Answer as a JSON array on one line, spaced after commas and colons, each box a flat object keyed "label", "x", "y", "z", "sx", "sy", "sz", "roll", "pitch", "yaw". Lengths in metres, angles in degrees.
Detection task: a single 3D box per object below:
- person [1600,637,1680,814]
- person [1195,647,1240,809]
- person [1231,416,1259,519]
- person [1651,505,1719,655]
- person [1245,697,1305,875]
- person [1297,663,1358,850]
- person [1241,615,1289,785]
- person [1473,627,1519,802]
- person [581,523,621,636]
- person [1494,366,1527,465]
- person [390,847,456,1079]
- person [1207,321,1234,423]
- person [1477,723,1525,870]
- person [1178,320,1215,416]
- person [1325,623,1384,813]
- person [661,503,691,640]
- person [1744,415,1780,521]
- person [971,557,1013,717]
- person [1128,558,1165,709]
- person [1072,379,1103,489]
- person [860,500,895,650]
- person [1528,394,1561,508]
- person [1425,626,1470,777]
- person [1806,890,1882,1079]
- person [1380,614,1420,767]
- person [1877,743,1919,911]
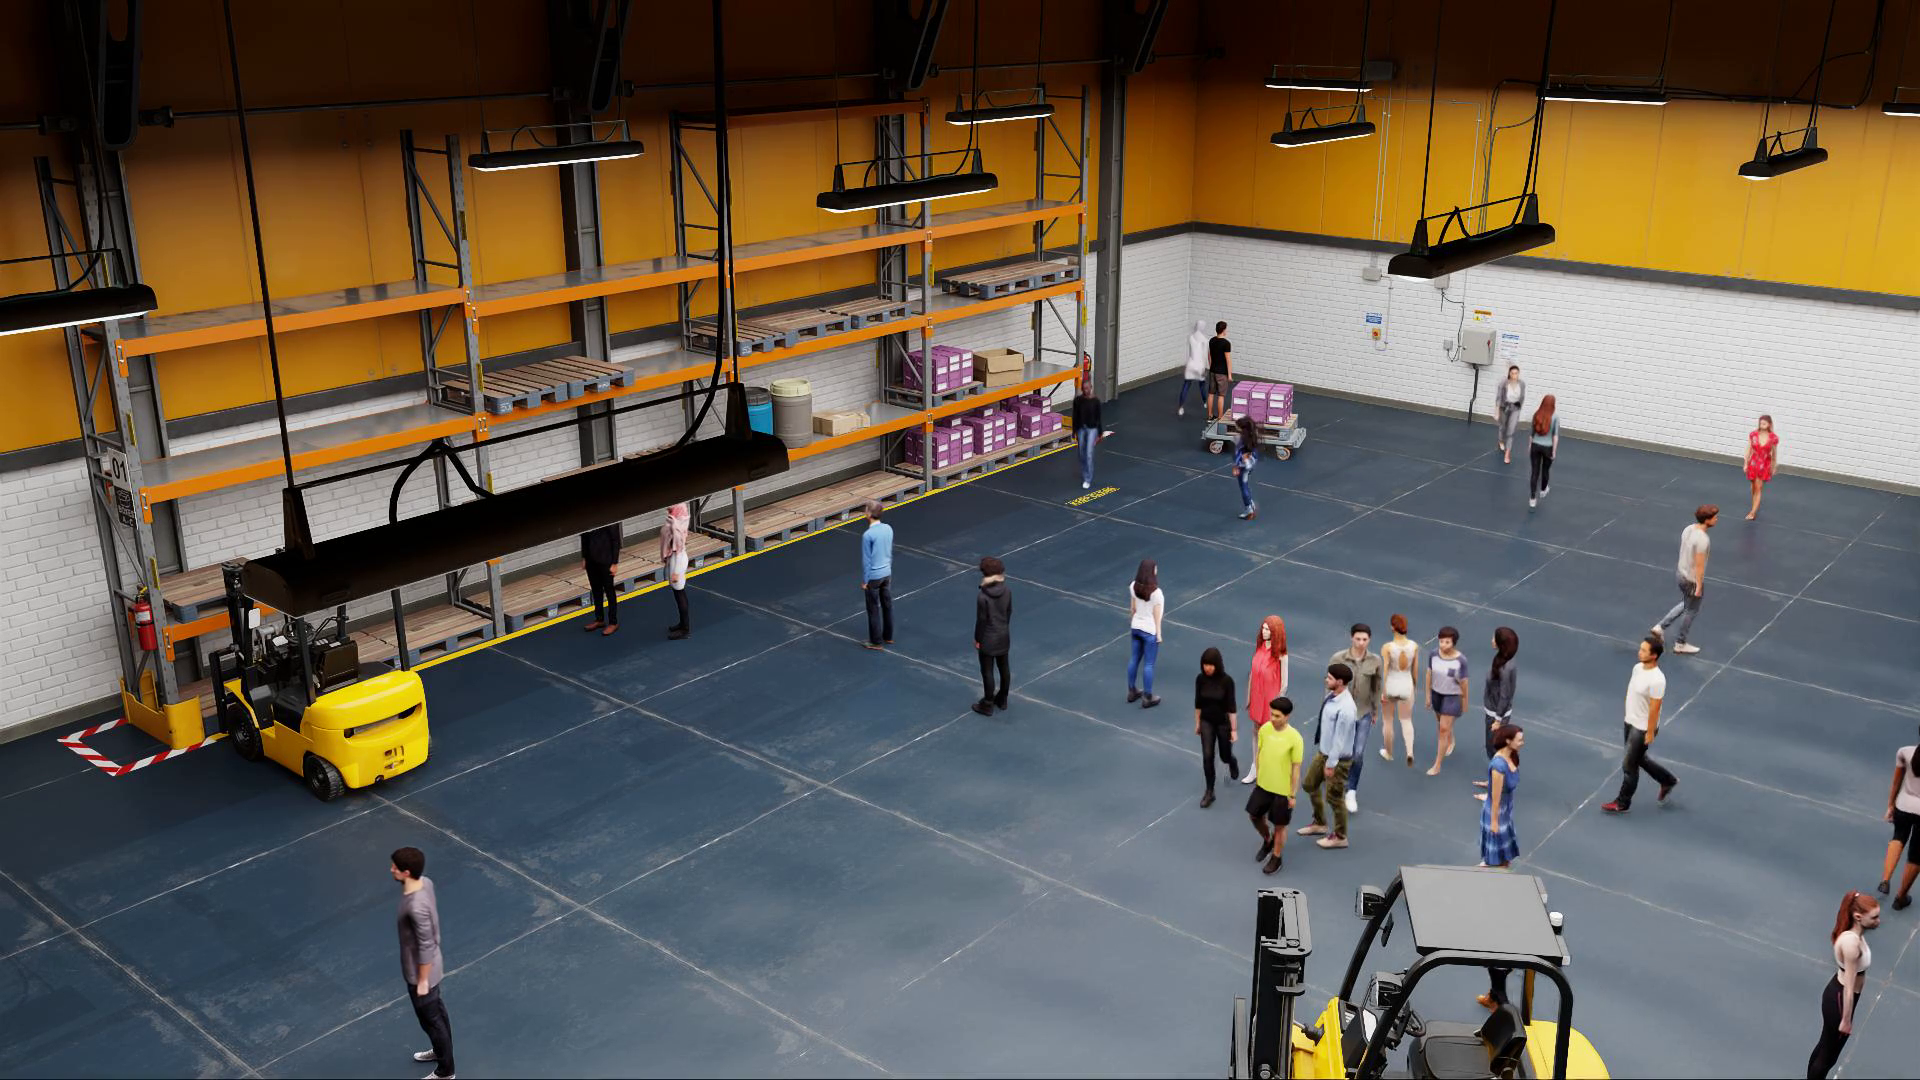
[{"label": "person", "x": 6.575, "y": 1.770, "z": 15.834, "sx": 1.101, "sy": 1.783, "sz": 1.054, "roll": -1, "pitch": 19, "yaw": -2}, {"label": "person", "x": 2.517, "y": 1.764, "z": 16.112, "sx": 0.732, "sy": 1.618, "sz": 0.967, "roll": 8, "pitch": 20, "yaw": 22}, {"label": "person", "x": 4.231, "y": -1.072, "z": 24.573, "sx": 0.527, "sy": 1.593, "sz": 0.739, "roll": -17, "pitch": 25, "yaw": -40}, {"label": "person", "x": 8.513, "y": 0.465, "z": 19.570, "sx": 0.979, "sy": 1.872, "sz": 0.925, "roll": -1, "pitch": 19, "yaw": -2}, {"label": "person", "x": 2.869, "y": 2.149, "z": 14.844, "sx": 0.645, "sy": 1.698, "sz": 0.662, "roll": 17, "pitch": 25, "yaw": 41}, {"label": "person", "x": 3.502, "y": 1.981, "z": 15.186, "sx": 0.883, "sy": 1.797, "sz": 0.818, "roll": -1, "pitch": 19, "yaw": -3}, {"label": "person", "x": 3.015, "y": 1.590, "z": 16.301, "sx": 0.591, "sy": 1.828, "sz": 0.637, "roll": -12, "pitch": 22, "yaw": -33}, {"label": "person", "x": 5.227, "y": 1.672, "z": 16.147, "sx": 0.744, "sy": 1.769, "sz": 0.601, "roll": 5, "pitch": 19, "yaw": 14}, {"label": "person", "x": -4.376, "y": 0.262, "z": 20.304, "sx": 0.729, "sy": 1.789, "sz": 0.609, "roll": 10, "pitch": 21, "yaw": 28}, {"label": "person", "x": 9.117, "y": -2.097, "z": 27.589, "sx": 0.990, "sy": 1.611, "sz": 1.250, "roll": 3, "pitch": 19, "yaw": 9}, {"label": "person", "x": -3.855, "y": 3.042, "z": 11.953, "sx": 0.742, "sy": 1.851, "sz": 0.743, "roll": -5, "pitch": 19, "yaw": -16}, {"label": "person", "x": 4.656, "y": -3.026, "z": 29.955, "sx": 0.634, "sy": 1.862, "sz": 0.703, "roll": -15, "pitch": 24, "yaw": -38}, {"label": "person", "x": 4.450, "y": 2.374, "z": 14.025, "sx": 0.824, "sy": 1.794, "sz": 0.808, "roll": 9, "pitch": 21, "yaw": 26}, {"label": "person", "x": 4.266, "y": -3.096, "z": 30.396, "sx": 0.729, "sy": 1.713, "sz": 1.228, "roll": 12, "pitch": 22, "yaw": 32}, {"label": "person", "x": 3.778, "y": 1.646, "z": 16.116, "sx": 1.038, "sy": 1.839, "sz": 1.196, "roll": 2, "pitch": 19, "yaw": 6}, {"label": "person", "x": -3.412, "y": 0.313, "z": 20.131, "sx": 0.797, "sy": 1.804, "sz": 0.737, "roll": -2, "pitch": 19, "yaw": -5}, {"label": "person", "x": 11.927, "y": -1.104, "z": 24.726, "sx": 0.599, "sy": 1.556, "sz": 1.054, "roll": 14, "pitch": 23, "yaw": 36}, {"label": "person", "x": 0.370, "y": 1.038, "z": 18.021, "sx": 0.603, "sy": 1.775, "sz": 0.732, "roll": -14, "pitch": 23, "yaw": -36}, {"label": "person", "x": 2.027, "y": 1.019, "z": 18.223, "sx": 0.593, "sy": 1.683, "sz": 0.634, "roll": -14, "pitch": 23, "yaw": -35}, {"label": "person", "x": 2.025, "y": -1.716, "z": 26.284, "sx": 0.919, "sy": 1.721, "sz": 1.109, "roll": 3, "pitch": 19, "yaw": 9}, {"label": "person", "x": -0.989, "y": 0.397, "z": 19.860, "sx": 0.713, "sy": 1.817, "sz": 0.481, "roll": 14, "pitch": 23, "yaw": 37}, {"label": "person", "x": 8.771, "y": -1.309, "z": 25.126, "sx": 0.719, "sy": 1.689, "sz": 1.205, "roll": 11, "pitch": 21, "yaw": 29}, {"label": "person", "x": 4.952, "y": 1.569, "z": 16.845, "sx": 0.587, "sy": 1.521, "sz": 1.018, "roll": 15, "pitch": 23, "yaw": 37}, {"label": "person", "x": 6.124, "y": 3.229, "z": 11.569, "sx": 0.676, "sy": 1.742, "sz": 0.493, "roll": 11, "pitch": 21, "yaw": 29}, {"label": "person", "x": 4.436, "y": 1.550, "z": 16.735, "sx": 0.834, "sy": 1.626, "sz": 0.897, "roll": -1, "pitch": 19, "yaw": -4}, {"label": "person", "x": 8.115, "y": 2.360, "z": 14.156, "sx": 0.667, "sy": 1.736, "sz": 0.666, "roll": -15, "pitch": 24, "yaw": -38}]
